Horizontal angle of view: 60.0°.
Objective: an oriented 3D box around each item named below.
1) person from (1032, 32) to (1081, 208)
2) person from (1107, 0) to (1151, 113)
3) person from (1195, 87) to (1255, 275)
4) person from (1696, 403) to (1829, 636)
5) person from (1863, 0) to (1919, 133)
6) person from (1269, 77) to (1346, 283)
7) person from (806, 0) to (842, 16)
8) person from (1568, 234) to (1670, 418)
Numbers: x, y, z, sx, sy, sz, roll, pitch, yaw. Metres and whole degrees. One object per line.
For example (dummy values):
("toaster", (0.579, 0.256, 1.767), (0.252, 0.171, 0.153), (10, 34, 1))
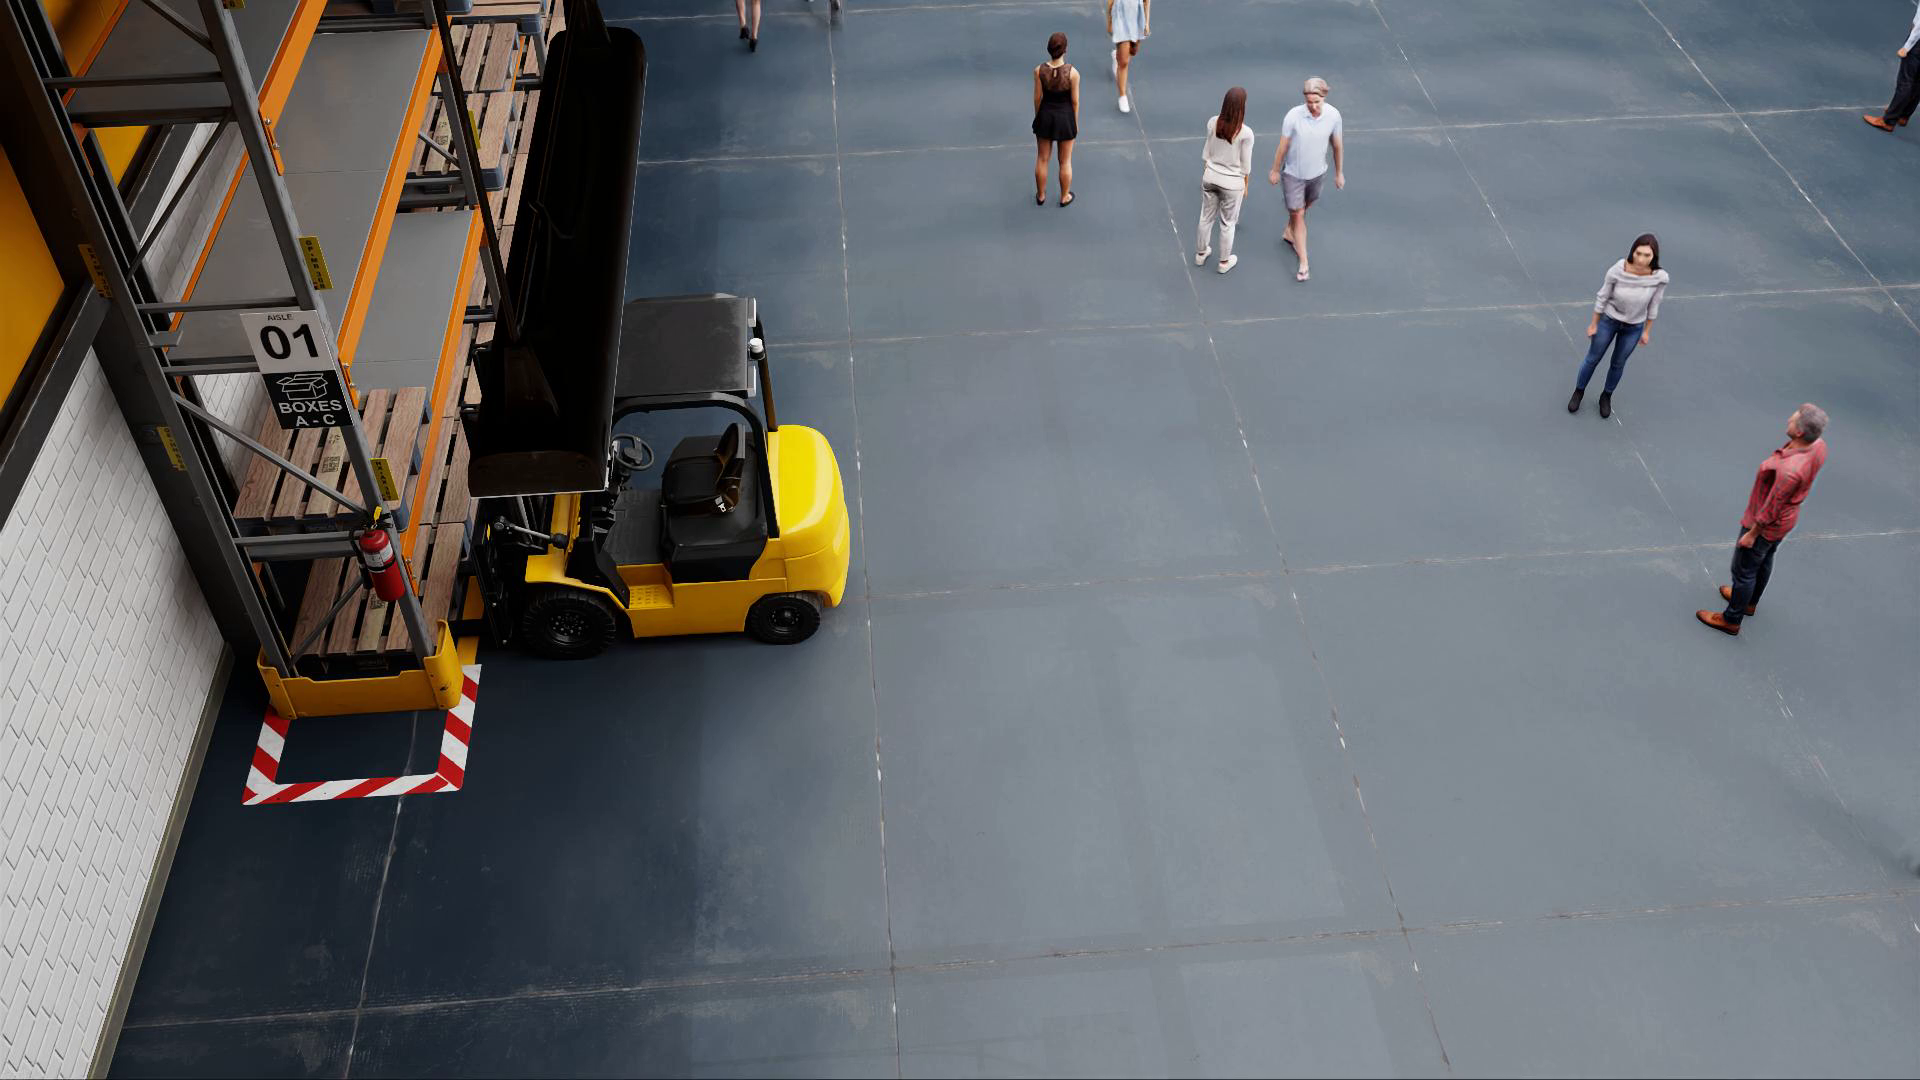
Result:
("person", (0.851, -3.750, 14.848), (0.644, 1.672, 0.653), (9, 44, 9))
("person", (1.628, -5.115, 16.253), (0.647, 1.711, 1.043), (-7, 44, -7))
("person", (2.243, -3.053, 14.107), (0.679, 1.686, 0.719), (25, 49, 24))
("person", (5.331, -0.139, 10.945), (0.762, 1.829, 0.791), (-34, 53, -30))
("person", (9.173, -4.753, 15.816), (0.718, 1.789, 0.700), (-19, 47, -19))
("person", (2.900, -3.174, 14.162), (0.812, 1.785, 1.033), (-9, 44, -9))
("person", (-1.519, -6.459, 17.609), (0.829, 1.787, 1.178), (-13, 45, -14))
("person", (5.022, -1.638, 12.662), (0.670, 1.631, 0.636), (11, 45, 12))
